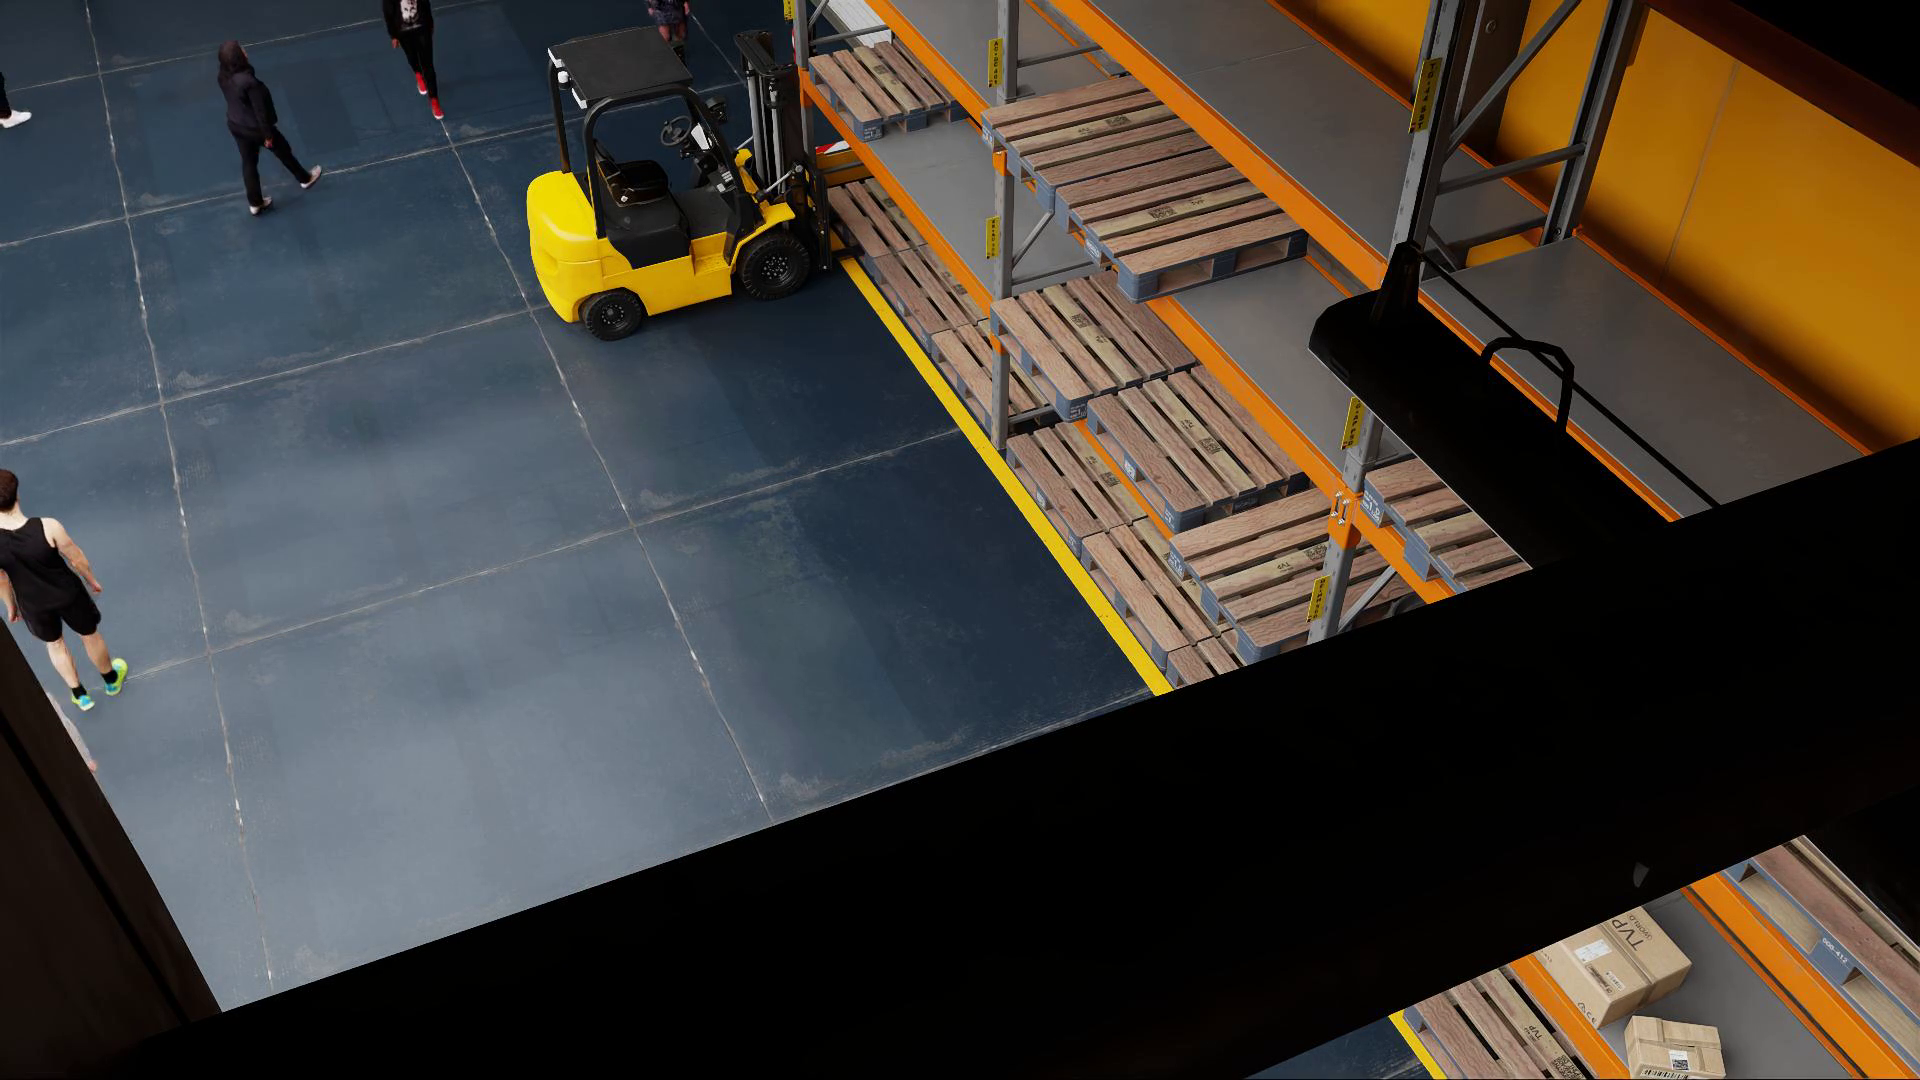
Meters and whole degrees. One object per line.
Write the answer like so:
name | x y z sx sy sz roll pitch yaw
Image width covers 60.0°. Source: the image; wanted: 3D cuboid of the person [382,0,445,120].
person | -5.378 -5.032 16.280 0.637 1.639 1.090 -14 45 -15

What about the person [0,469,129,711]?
person | -5.712 0.362 10.438 0.703 1.888 0.618 -18 46 -18

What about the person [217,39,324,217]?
person | -6.372 -3.632 14.855 1.071 1.579 1.088 19 47 19

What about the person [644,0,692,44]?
person | -2.920 -5.368 16.602 0.707 1.682 0.901 -9 44 -9
